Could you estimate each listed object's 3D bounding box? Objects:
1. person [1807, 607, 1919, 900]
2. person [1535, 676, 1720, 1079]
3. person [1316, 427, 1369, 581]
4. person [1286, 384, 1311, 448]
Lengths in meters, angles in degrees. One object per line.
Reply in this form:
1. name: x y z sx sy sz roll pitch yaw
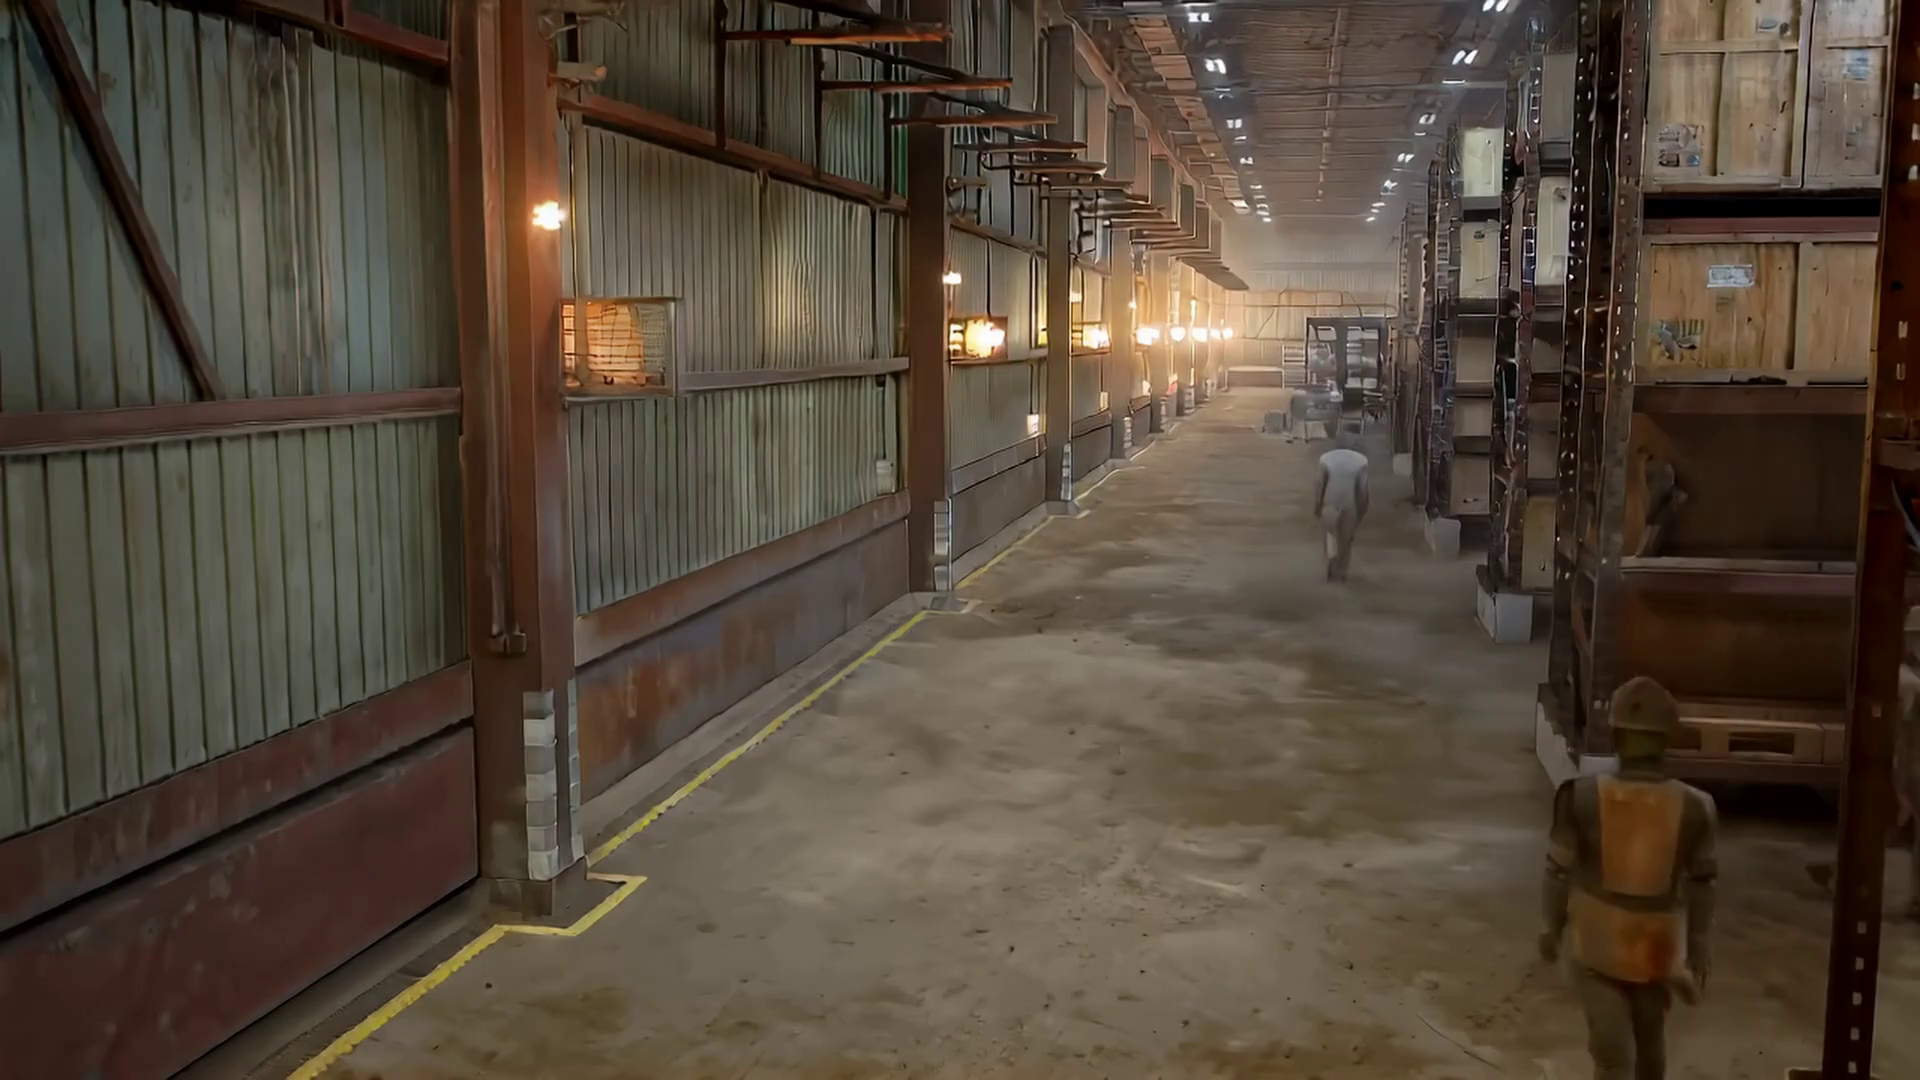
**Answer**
1. person: 4.921 1.168 8.713 0.821 1.713 0.484 6 9 40
2. person: 2.364 1.418 5.967 0.549 1.891 0.962 1 7 9
3. person: 4.741 -0.430 20.615 0.644 1.925 0.504 1 7 12
4. person: 9.066 -3.308 44.469 0.554 1.726 0.822 -3 8 -22
